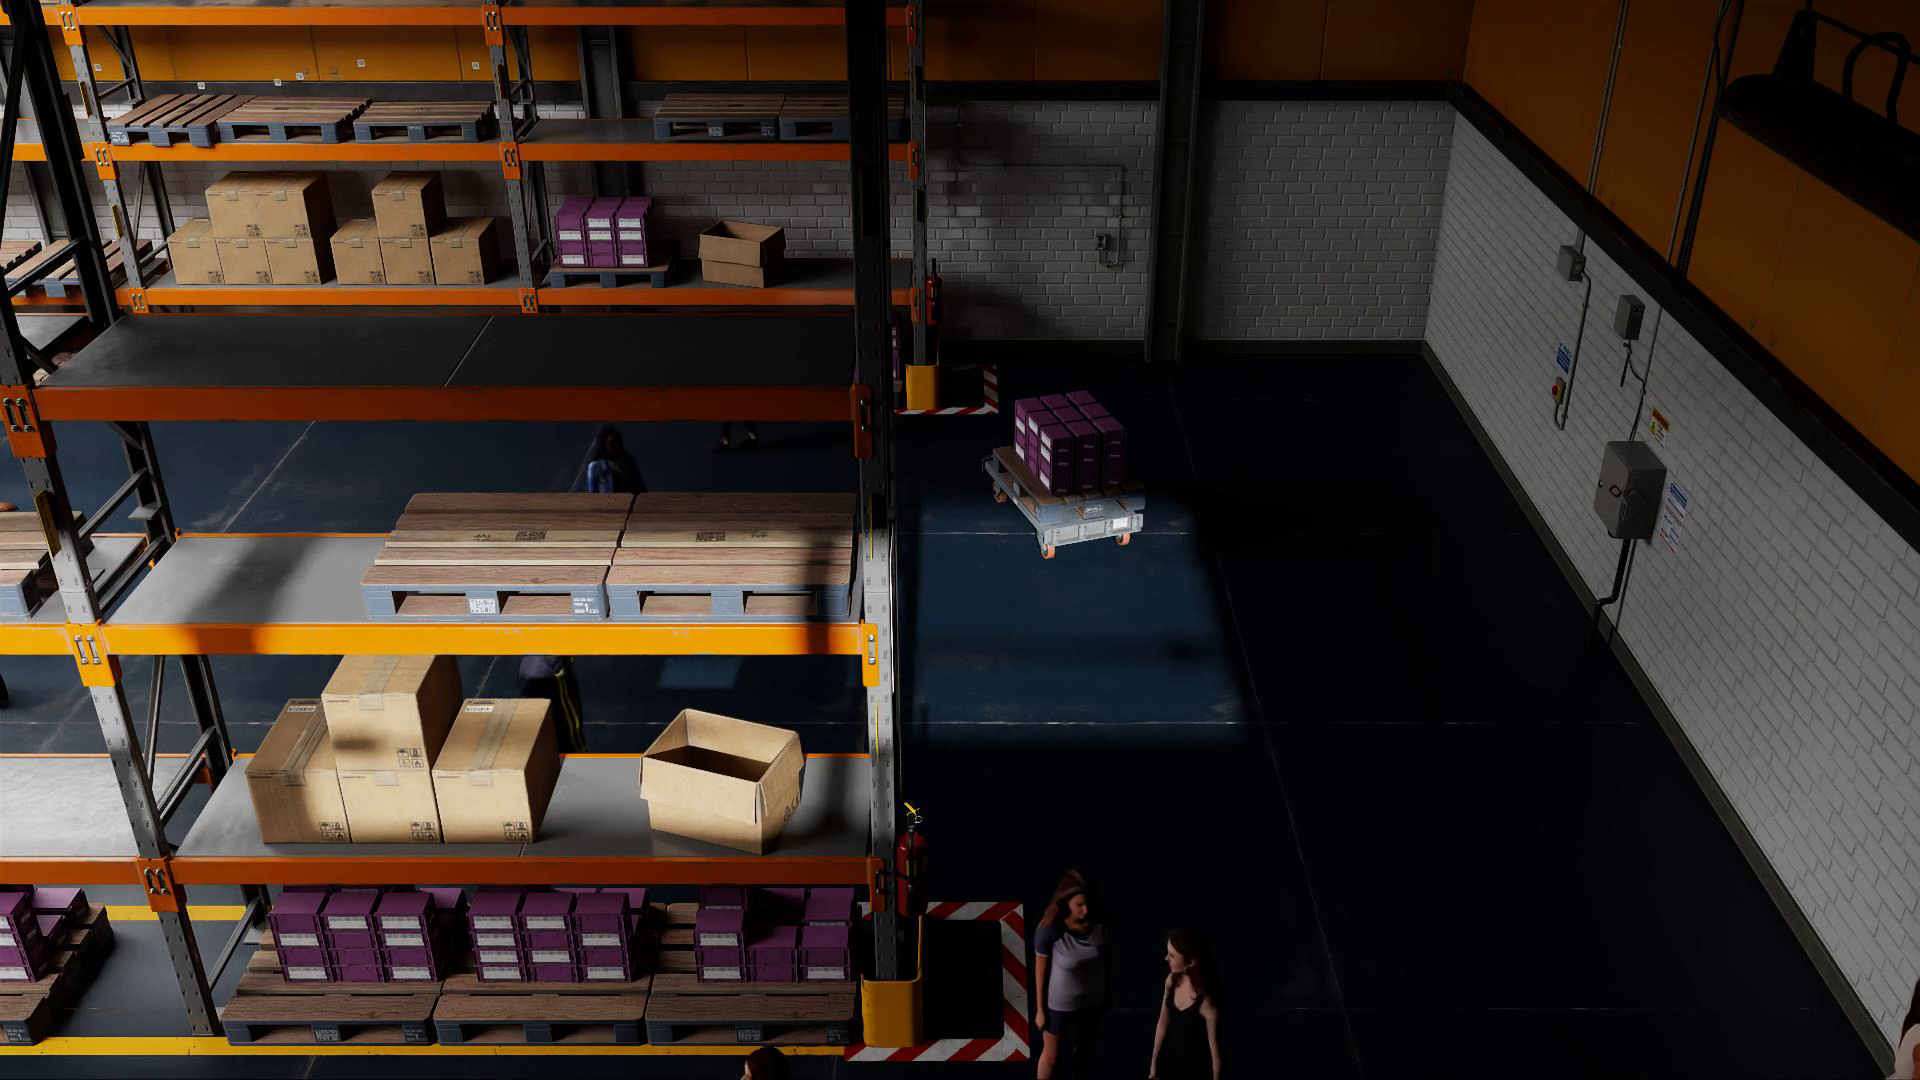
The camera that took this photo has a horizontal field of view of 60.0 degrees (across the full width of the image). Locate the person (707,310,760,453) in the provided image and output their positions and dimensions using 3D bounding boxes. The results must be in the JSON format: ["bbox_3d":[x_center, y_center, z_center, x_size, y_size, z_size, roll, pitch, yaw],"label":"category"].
[{"bbox_3d":[-2.130,-1.560,16.347,0.788,1.459,0.671,-4,29,-8],"label":"person"}]

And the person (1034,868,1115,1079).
[{"bbox_3d":[0.588,2.407,8.795,0.589,1.728,0.725,-9,30,-17],"label":"person"}]

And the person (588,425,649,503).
[{"bbox_3d":[-2.848,-0.170,13.586,1.235,1.663,1.131,23,36,35],"label":"person"}]

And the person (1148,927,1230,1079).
[{"bbox_3d":[1.215,2.625,8.390,0.768,1.733,0.749,-23,36,-36],"label":"person"}]
